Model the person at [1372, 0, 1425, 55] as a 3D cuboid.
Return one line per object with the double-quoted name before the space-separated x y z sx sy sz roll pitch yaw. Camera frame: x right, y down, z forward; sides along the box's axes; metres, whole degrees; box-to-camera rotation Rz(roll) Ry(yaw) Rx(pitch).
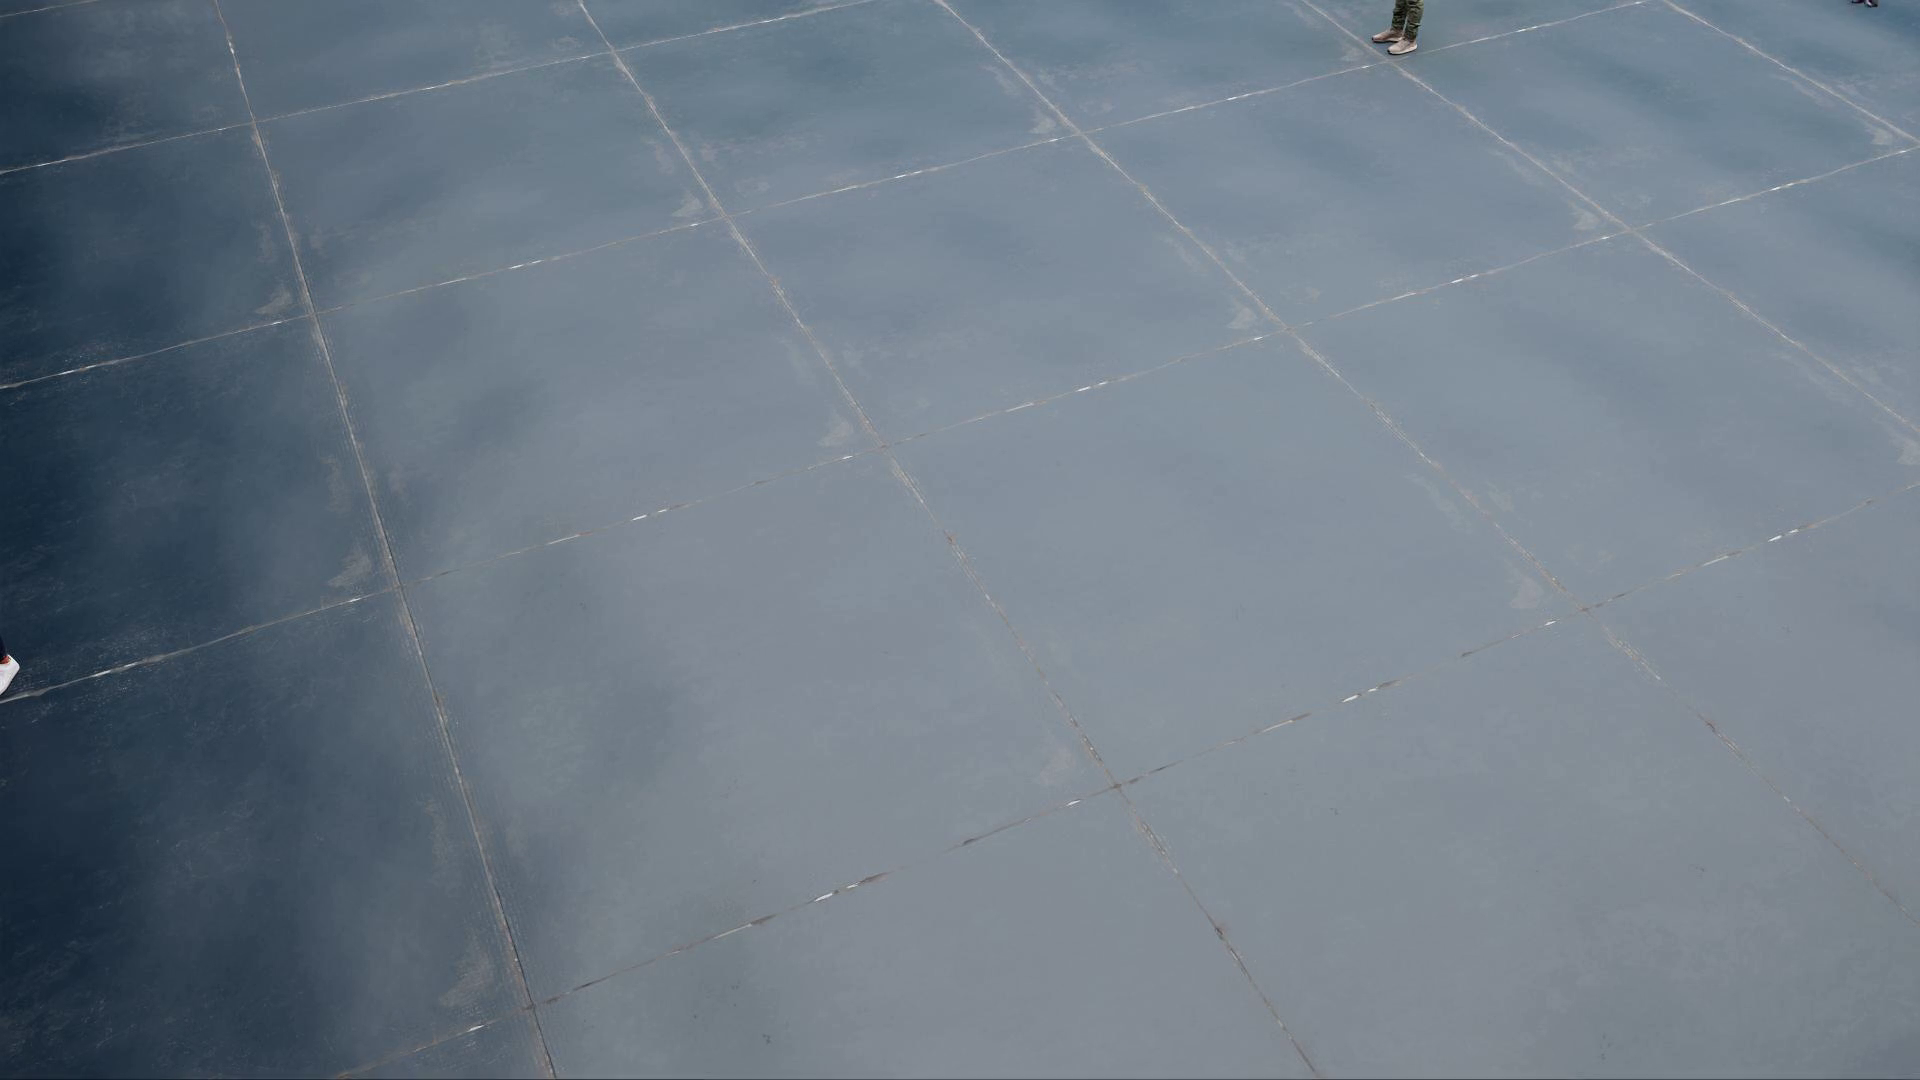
"person" 3.819 -4.925 13.948 0.655 1.655 0.494 -13 44 -14
